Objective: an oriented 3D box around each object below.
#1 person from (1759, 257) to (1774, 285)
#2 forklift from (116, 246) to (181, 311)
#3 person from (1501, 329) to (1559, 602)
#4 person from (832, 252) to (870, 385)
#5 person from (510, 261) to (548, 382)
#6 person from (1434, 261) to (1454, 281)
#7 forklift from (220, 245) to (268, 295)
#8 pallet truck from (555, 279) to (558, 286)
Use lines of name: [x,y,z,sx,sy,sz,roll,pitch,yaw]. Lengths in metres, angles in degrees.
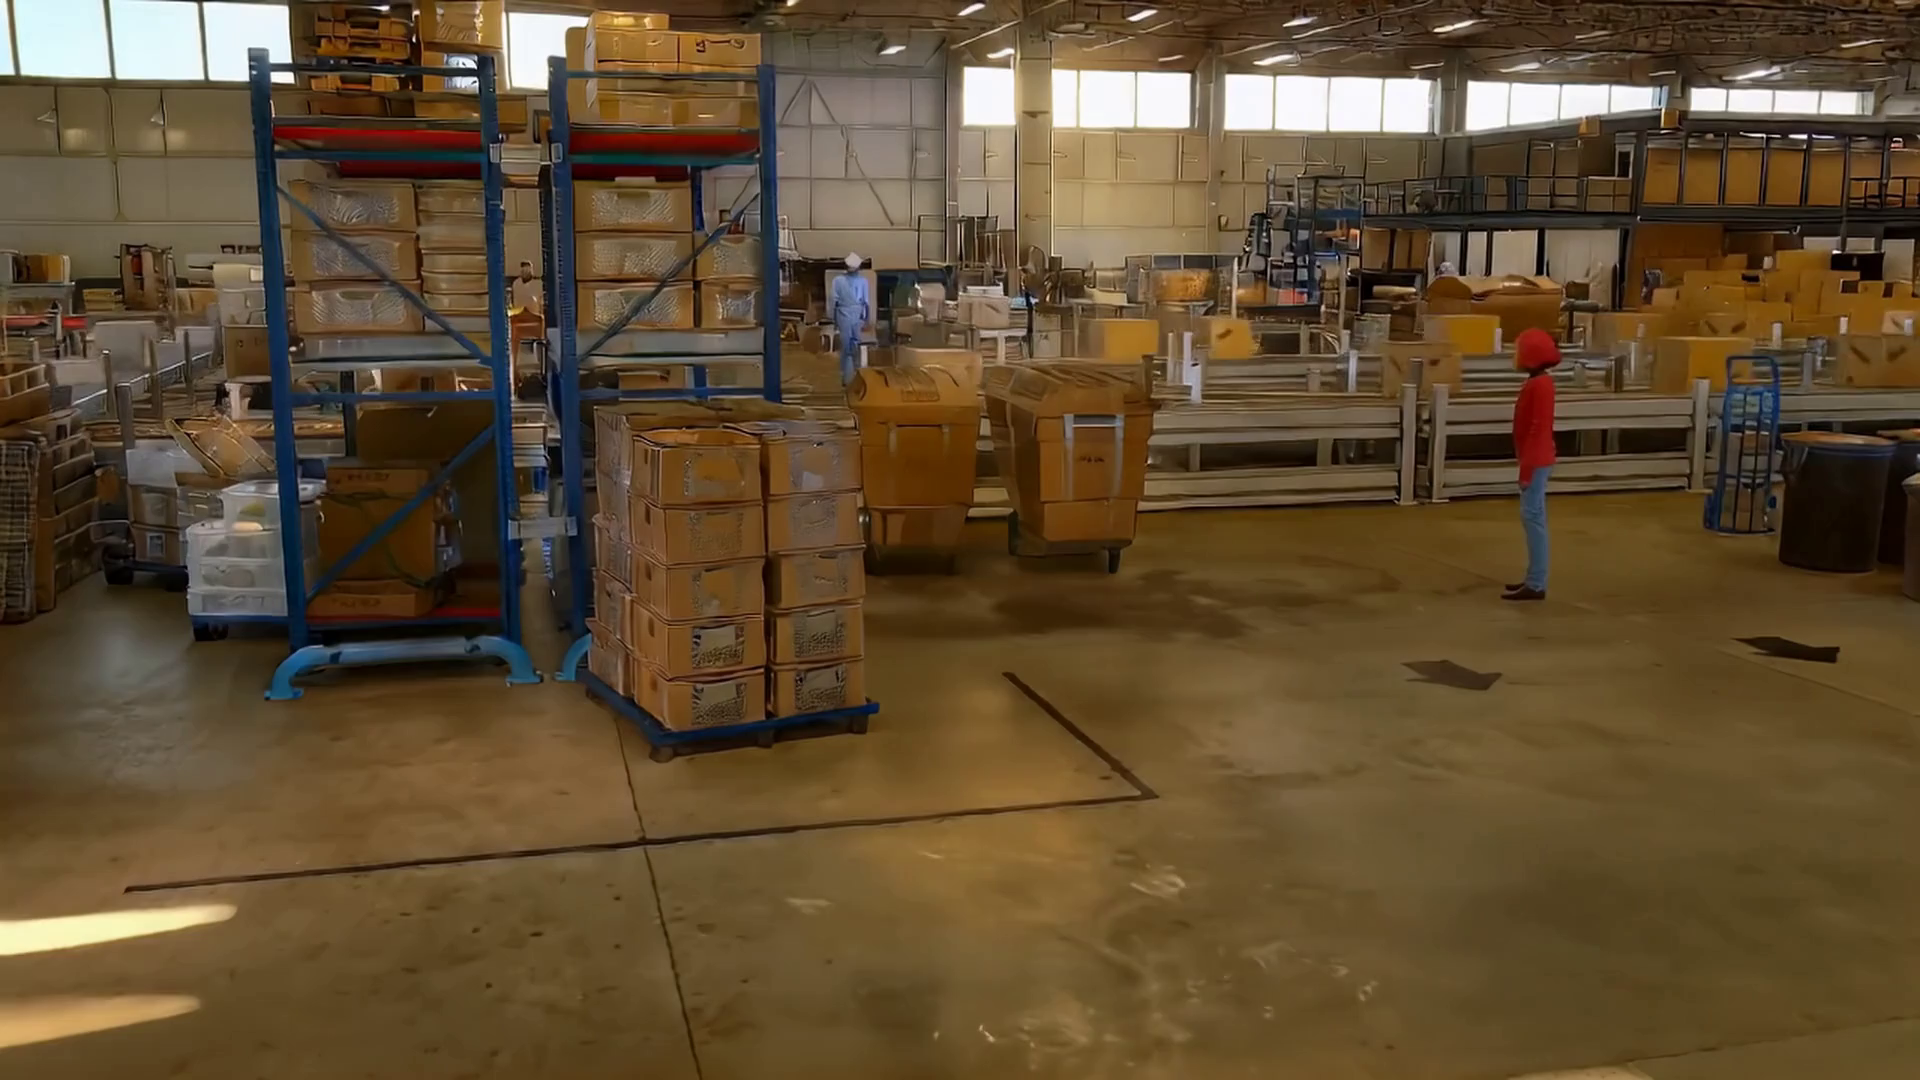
person: [22.827,-7.058,46.912,0.699,1.819,0.527,4,11,23]
forklift: [-19.966,-6.232,40.894,1.157,1.987,2.680,-3,10,-15]
person: [3.431,-0.445,10.005,0.270,1.631,0.507,4,11,22]
person: [-1.660,-3.401,25.614,0.605,2.034,0.394,-5,11,-26]
person: [-6.795,-3.439,26.221,0.630,1.899,0.402,2,10,9]
person: [9.530,-4.576,32.839,0.403,1.828,0.595,-1,10,-7]
forklift: [-17.749,-6.334,41.440,1.157,1.987,2.680,-3,10,-17]
pallet truck: [-10.604,-6.375,44.520,0.653,1.274,1.630,-3,10,-15]
